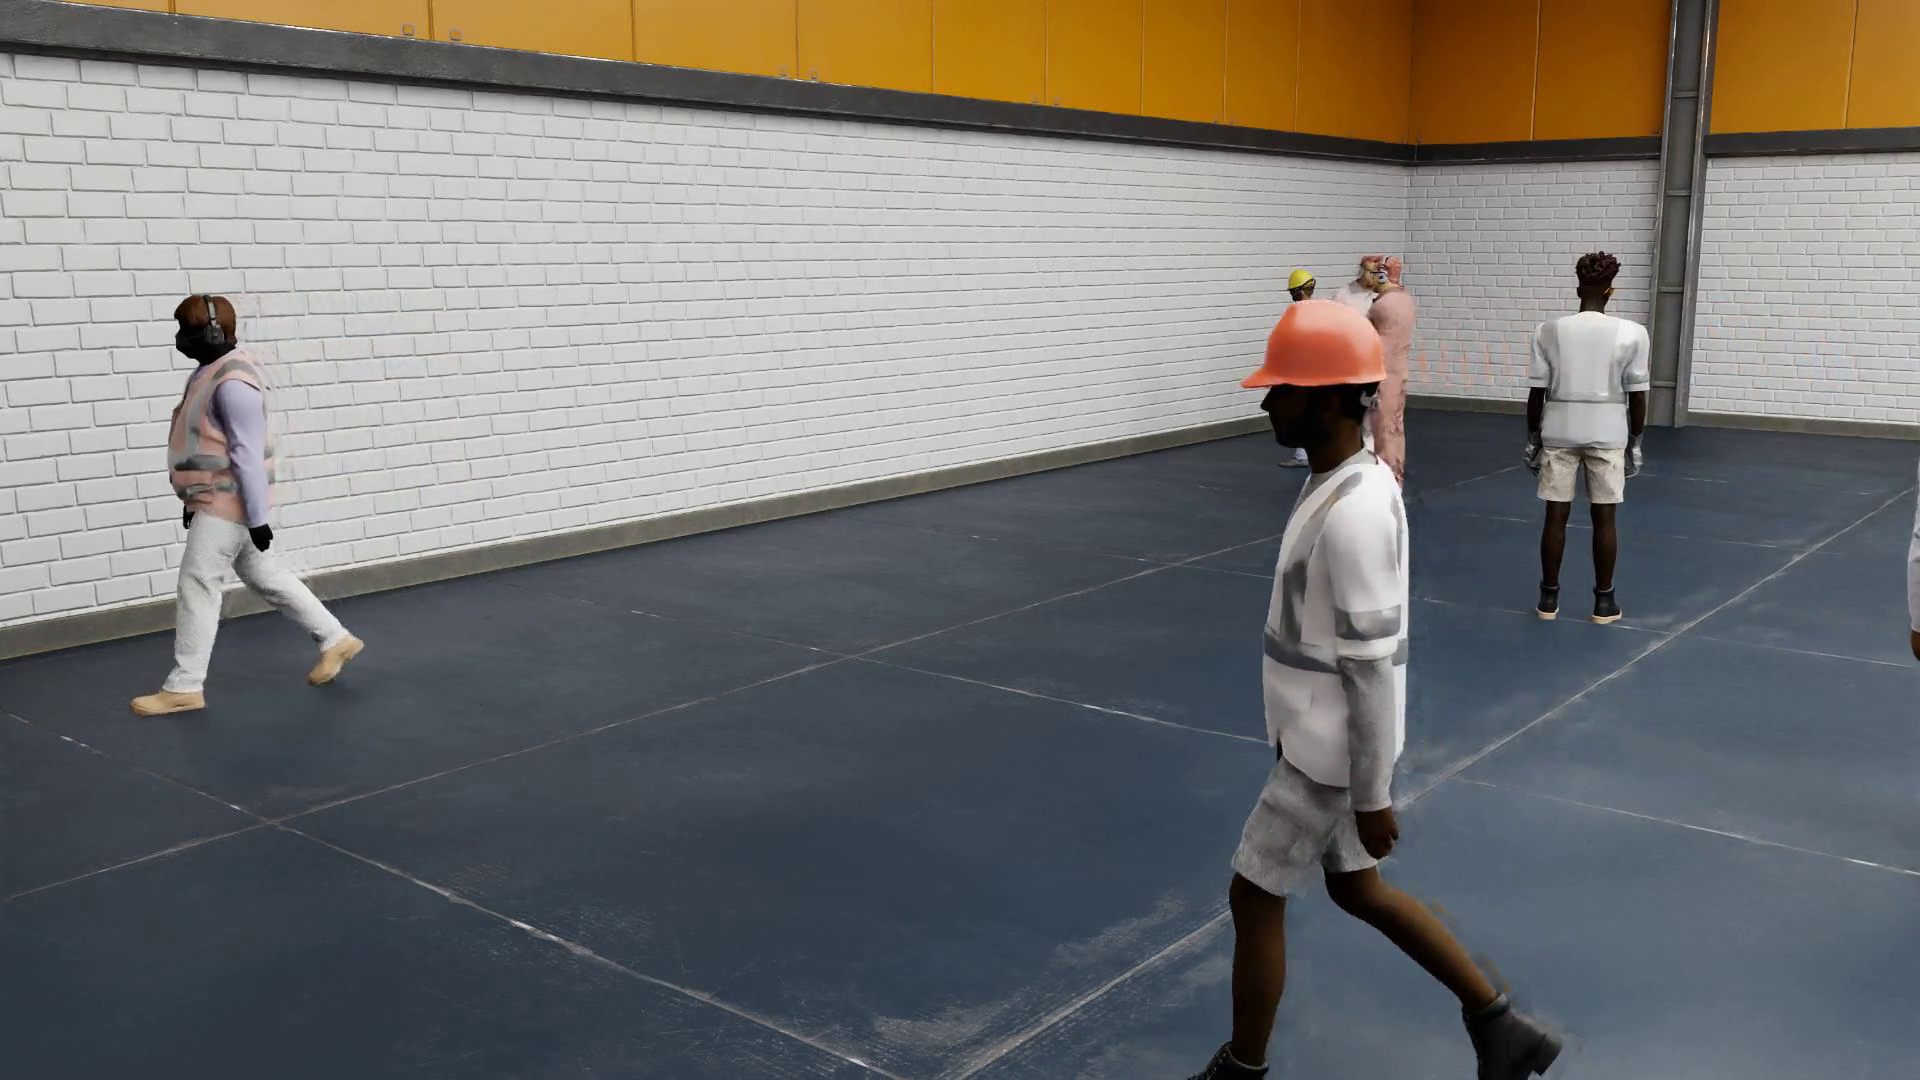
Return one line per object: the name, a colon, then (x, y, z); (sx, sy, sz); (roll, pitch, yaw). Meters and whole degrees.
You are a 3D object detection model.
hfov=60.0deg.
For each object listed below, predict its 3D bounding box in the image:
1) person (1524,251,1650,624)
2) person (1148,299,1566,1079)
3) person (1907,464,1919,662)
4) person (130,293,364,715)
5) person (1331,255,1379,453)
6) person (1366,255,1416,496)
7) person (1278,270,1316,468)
person: (3.308, -0.538, 8.819); (0.609, 1.964, 0.367); (5, 11, 26)
person: (0.895, 0.426, 3.667); (0.885, 1.908, 0.547); (3, 11, 14)
person: (3.243, 0.206, 5.133); (0.594, 1.810, 0.688); (3, 11, 17)
person: (-3.134, -0.174, 7.268); (0.947, 1.810, 0.617); (-5, 11, -27)
person: (3.784, -1.731, 15.661); (0.653, 1.883, 0.465); (2, 10, 11)
person: (3.291, -1.254, 12.953); (0.403, 1.906, 0.652); (6, 12, 30)
person: (3.044, -1.522, 14.852); (0.328, 1.760, 0.524); (7, 12, 34)
